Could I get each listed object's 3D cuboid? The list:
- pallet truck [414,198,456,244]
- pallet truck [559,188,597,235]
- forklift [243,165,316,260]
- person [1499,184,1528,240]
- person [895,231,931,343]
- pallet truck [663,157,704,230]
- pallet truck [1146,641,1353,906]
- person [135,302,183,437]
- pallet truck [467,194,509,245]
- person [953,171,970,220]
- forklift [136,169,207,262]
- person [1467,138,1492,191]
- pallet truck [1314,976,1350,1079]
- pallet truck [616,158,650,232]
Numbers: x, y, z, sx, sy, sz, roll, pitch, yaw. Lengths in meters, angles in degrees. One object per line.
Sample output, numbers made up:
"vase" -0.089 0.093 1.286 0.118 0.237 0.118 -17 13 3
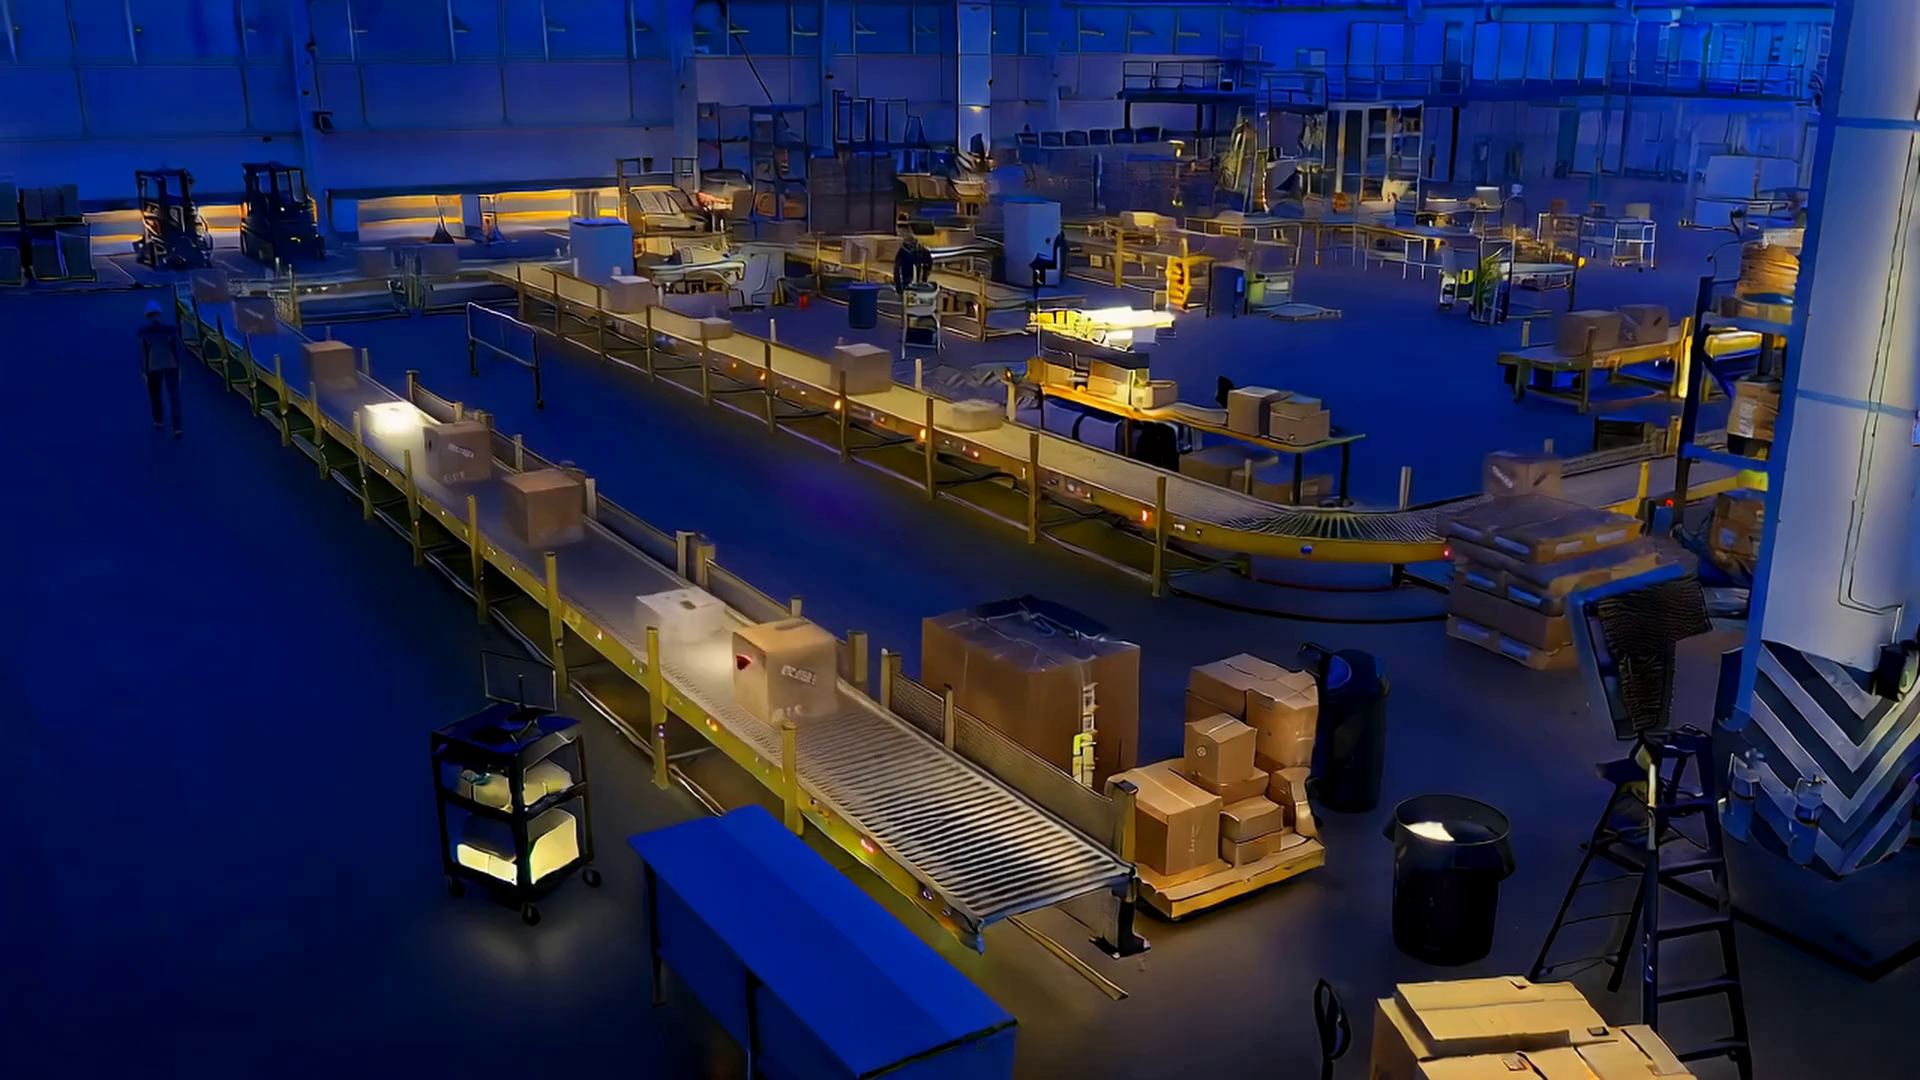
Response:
"pallet truck" -13.250 -8.060 41.856 0.680 1.201 1.601 -10 20 -31
"pallet truck" -10.010 -8.652 43.699 0.653 1.274 1.630 -10 20 -31
"forklift" -15.898 -7.669 38.708 1.157 1.987 2.680 -11 20 -33
"person" 12.785 -7.323 38.436 0.617 1.792 0.697 2 17 7
"person" -0.802 -4.240 28.012 0.636 1.900 0.398 6 18 19
"pallet truck" -7.586 -9.308 44.692 0.823 1.965 1.885 -11 20 -33
"pallet truck" 1.664 1.407 10.232 1.630 1.274 0.653 -10 20 -31
"person" -10.383 -2.234 21.628 0.535 1.724 0.903 -10 19 -29
"pallet truck" -11.983 -8.177 42.137 0.704 1.261 1.522 -11 20 -33
"person" 0.093 -7.759 39.508 0.941 2.016 0.613 -6 18 -21
"forklift" -17.842 -7.318 37.559 1.157 1.987 2.680 -10 20 -31
"person" 17.760 -12.727 56.436 0.985 1.785 0.517 3 17 10
"pallet truck" 2.299 2.390 7.086 1.601 1.201 0.680 -2 17 -7
"pallet truck" -8.918 -9.176 44.255 0.823 1.965 1.885 -9 19 -27
